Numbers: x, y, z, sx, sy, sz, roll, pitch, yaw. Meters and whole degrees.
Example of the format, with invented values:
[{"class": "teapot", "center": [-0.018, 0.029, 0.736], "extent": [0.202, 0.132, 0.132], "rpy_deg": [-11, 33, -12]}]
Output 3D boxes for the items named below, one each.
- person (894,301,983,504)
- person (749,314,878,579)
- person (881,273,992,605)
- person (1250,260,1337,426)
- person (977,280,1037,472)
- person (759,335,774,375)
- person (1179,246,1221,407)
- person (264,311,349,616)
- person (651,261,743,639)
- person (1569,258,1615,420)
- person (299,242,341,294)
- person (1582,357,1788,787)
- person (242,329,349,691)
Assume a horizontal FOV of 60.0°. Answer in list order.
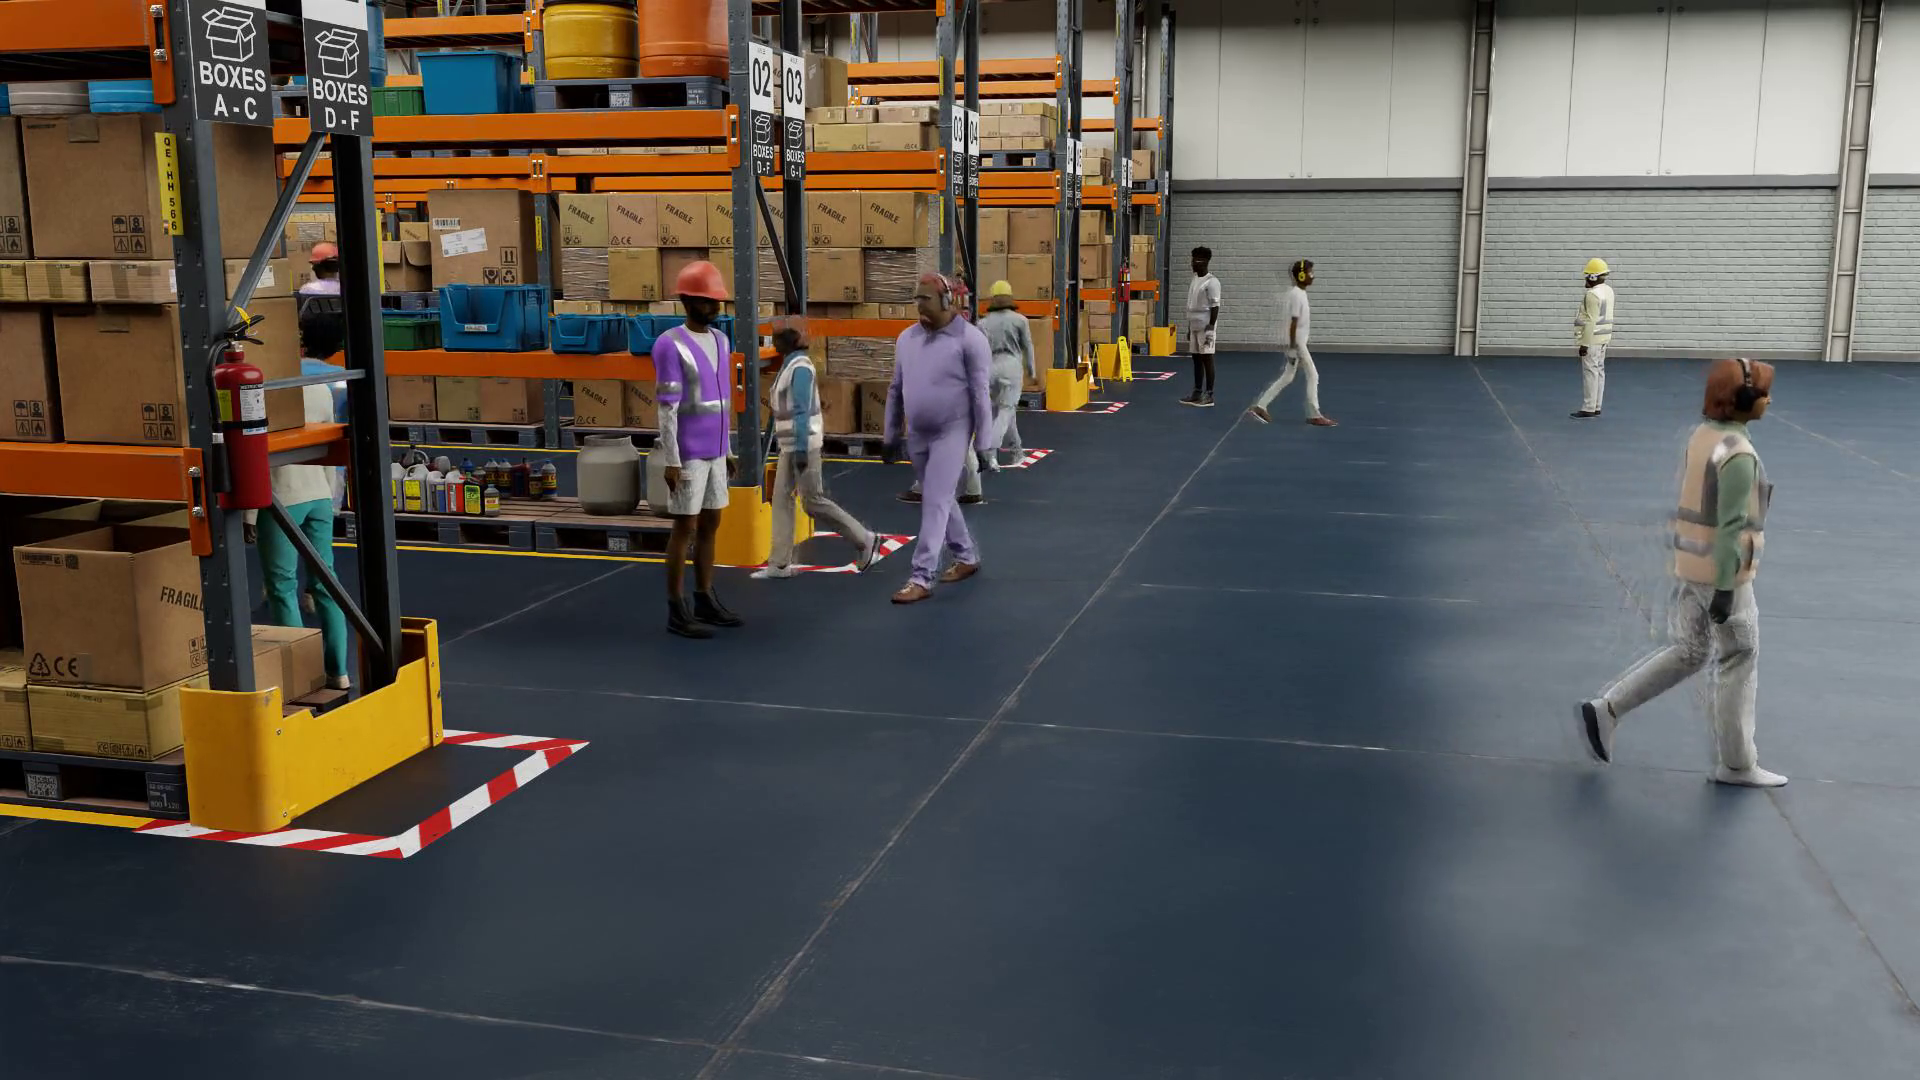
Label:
[{"class": "person", "center": [-0.165, -1.063, 12.849], "extent": [0.762, 1.605, 0.520], "rpy_deg": [4, 11, 20]}, {"class": "person", "center": [-0.900, -0.559, 10.049], "extent": [0.720, 1.609, 0.543], "rpy_deg": [-3, 11, -16]}, {"class": "person", "center": [-0.142, -0.608, 9.642], "extent": [0.652, 1.864, 0.940], "rpy_deg": [8, 13, 38]}, {"class": "person", "center": [3.688, -2.173, 18.359], "extent": [0.926, 1.833, 0.529], "rpy_deg": [2, 10, 9]}, {"class": "person", "center": [0.363, -1.476, 14.875], "extent": [0.496, 1.688, 0.906], "rpy_deg": [6, 12, 30]}, {"class": "person", "center": [-2.257, -2.462, 19.397], "extent": [0.406, 2.036, 0.606], "rpy_deg": [1, 10, 7]}, {"class": "person", "center": [2.973, -2.628, 20.502], "extent": [0.367, 1.967, 0.600], "rpy_deg": [-4, 11, -19]}, {"class": "person", "center": [-3.547, -0.410, 9.079], "extent": [0.609, 1.660, 0.353], "rpy_deg": [-2, 10, -11]}, {"class": "person", "center": [-1.329, -0.467, 8.617], "extent": [0.378, 1.932, 0.551], "rpy_deg": [5, 12, 28]}, {"class": "person", "center": [7.223, -2.291, 19.006], "extent": [0.403, 1.833, 0.591], "rpy_deg": [8, 13, 37]}, {"class": "person", "center": [-5.743, -1.712, 15.269], "extent": [0.584, 2.023, 0.624], "rpy_deg": [6, 12, 32]}, {"class": "person", "center": [2.760, 0.124, 6.205], "extent": [0.665, 1.620, 0.517], "rpy_deg": [1, 10, 5]}, {"class": "person", "center": [-2.986, -0.155, 7.388], "extent": [0.336, 1.757, 0.517], "rpy_deg": [5, 11, 24]}]
